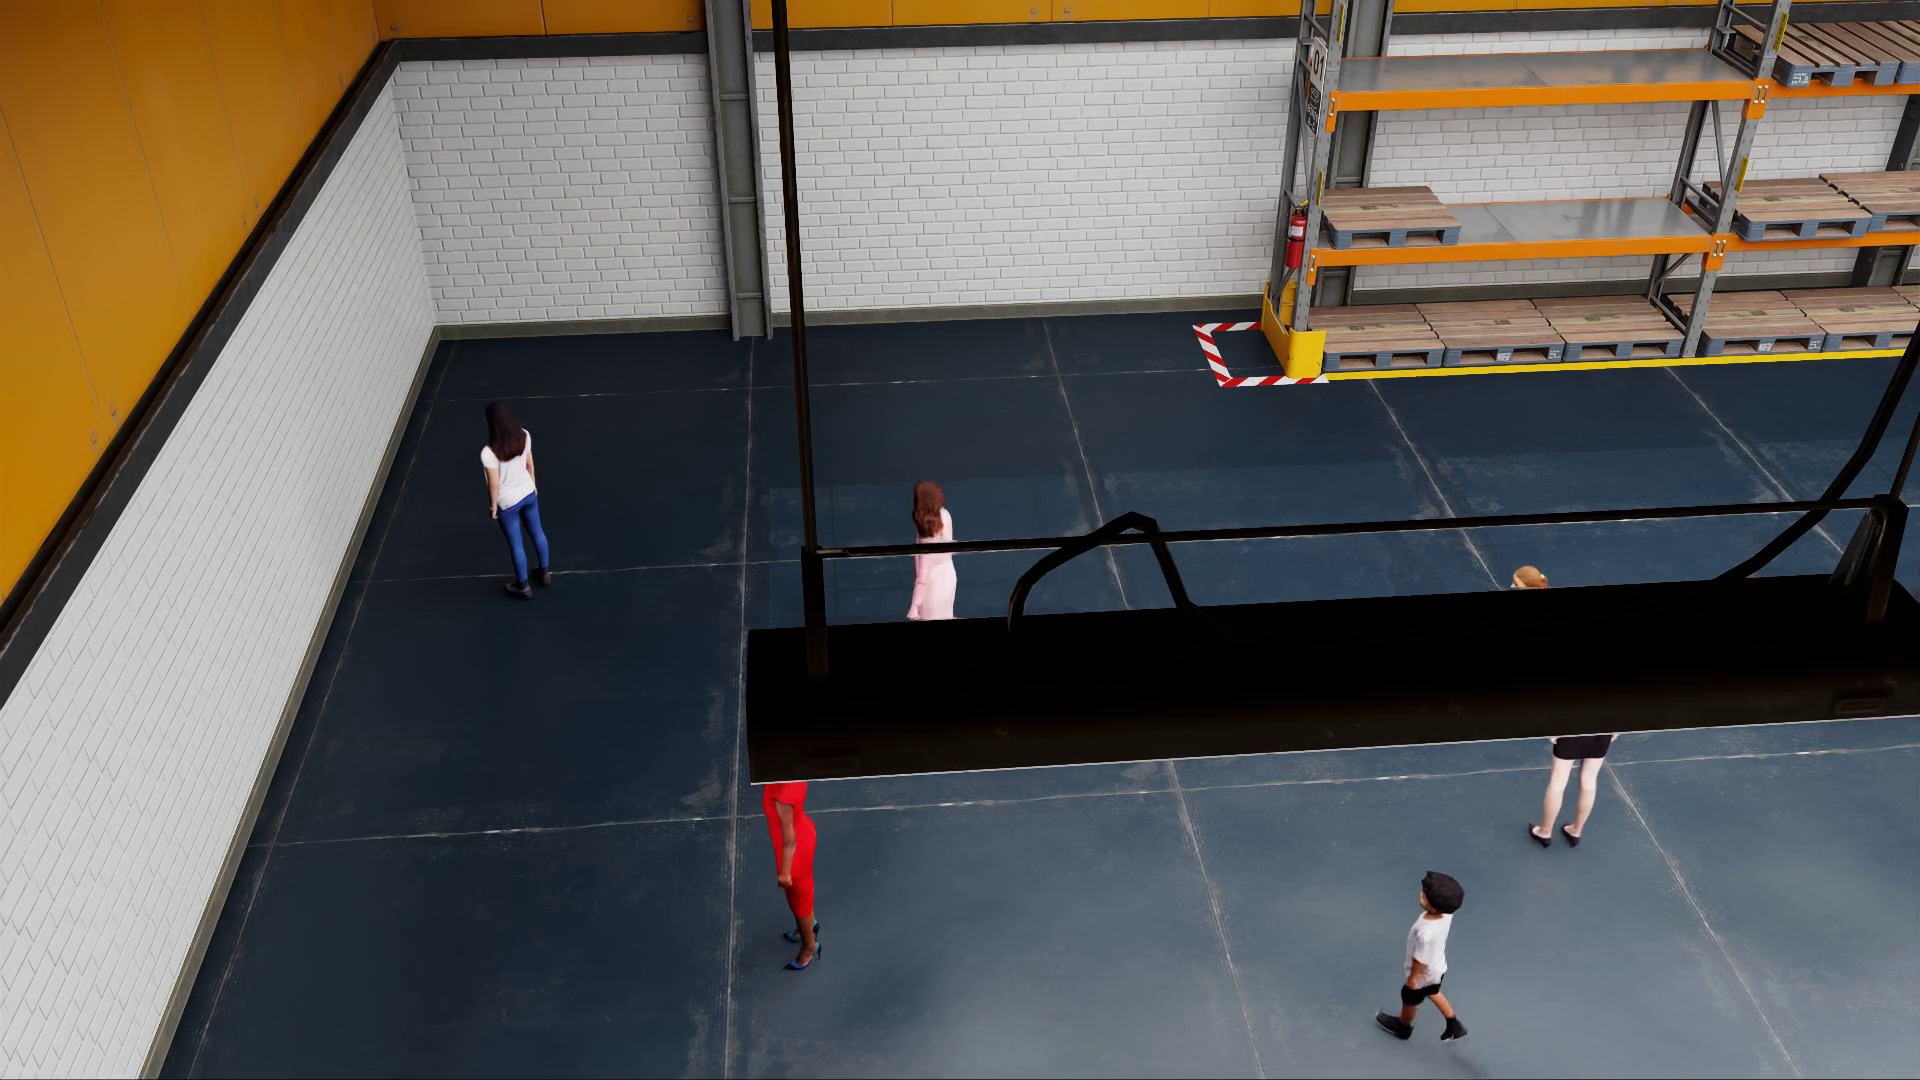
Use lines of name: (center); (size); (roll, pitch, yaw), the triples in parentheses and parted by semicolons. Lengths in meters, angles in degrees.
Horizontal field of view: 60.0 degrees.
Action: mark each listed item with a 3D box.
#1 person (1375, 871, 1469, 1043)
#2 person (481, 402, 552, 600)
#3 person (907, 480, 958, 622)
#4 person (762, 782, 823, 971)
person: (2.628, 2.347, 9.175); (0.801, 1.251, 0.737); (24, 40, 32)
person: (-3.408, -0.301, 12.767); (0.726, 1.683, 0.677); (23, 40, 30)
person: (-0.091, 0.371, 11.664); (0.728, 1.786, 0.723); (7, 34, 10)
person: (-0.953, 1.779, 9.583); (0.514, 1.744, 0.578); (-1, 34, -1)
